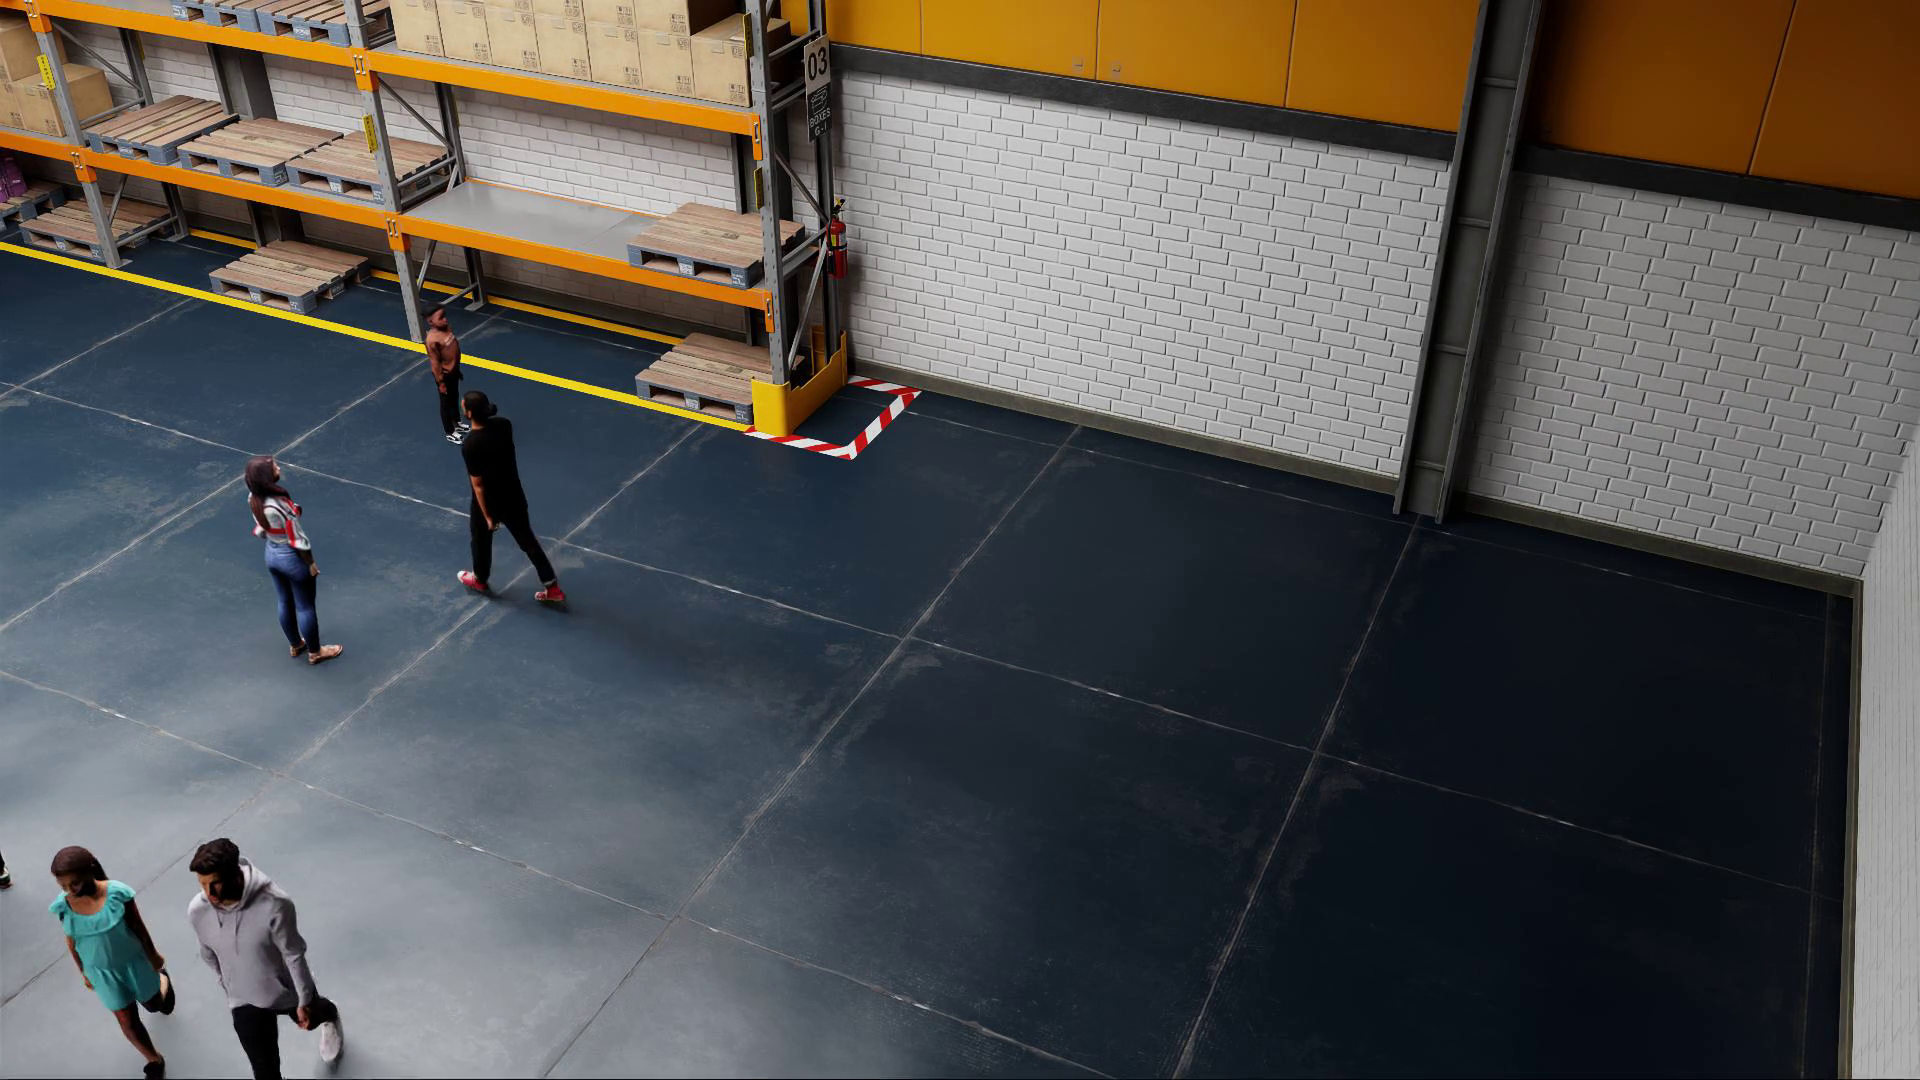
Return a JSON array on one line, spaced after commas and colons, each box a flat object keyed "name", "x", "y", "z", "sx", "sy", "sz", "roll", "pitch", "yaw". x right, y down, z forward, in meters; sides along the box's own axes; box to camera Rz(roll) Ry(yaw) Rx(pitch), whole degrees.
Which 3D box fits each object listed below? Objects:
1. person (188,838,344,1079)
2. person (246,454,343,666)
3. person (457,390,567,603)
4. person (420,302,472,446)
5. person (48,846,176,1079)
[{"name": "person", "x": -3.336, "y": 2.109, "z": 8.130, "sx": 1.277, "sy": 1.882, "sz": 1.202, "roll": -5, "pitch": 34, "yaw": -8}, {"name": "person", "x": -4.597, "y": 0.123, "z": 11.362, "sx": 0.473, "sy": 1.612, "sz": 0.676, "roll": 18, "pitch": 38, "yaw": 25}, {"name": "person", "x": -3.214, "y": -0.264, "z": 11.848, "sx": 1.123, "sy": 1.719, "sz": 0.724, "roll": 19, "pitch": 38, "yaw": 26}, {"name": "person", "x": -4.334, "y": -1.422, "z": 14.010, "sx": 0.557, "sy": 1.255, "sz": 0.571, "roll": 6, "pitch": 34, "yaw": 8}, {"name": "person", "x": -4.278, "y": 2.092, "z": 8.464, "sx": 0.913, "sy": 1.541, "sz": 0.943, "roll": -10, "pitch": 35, "yaw": -14}]
